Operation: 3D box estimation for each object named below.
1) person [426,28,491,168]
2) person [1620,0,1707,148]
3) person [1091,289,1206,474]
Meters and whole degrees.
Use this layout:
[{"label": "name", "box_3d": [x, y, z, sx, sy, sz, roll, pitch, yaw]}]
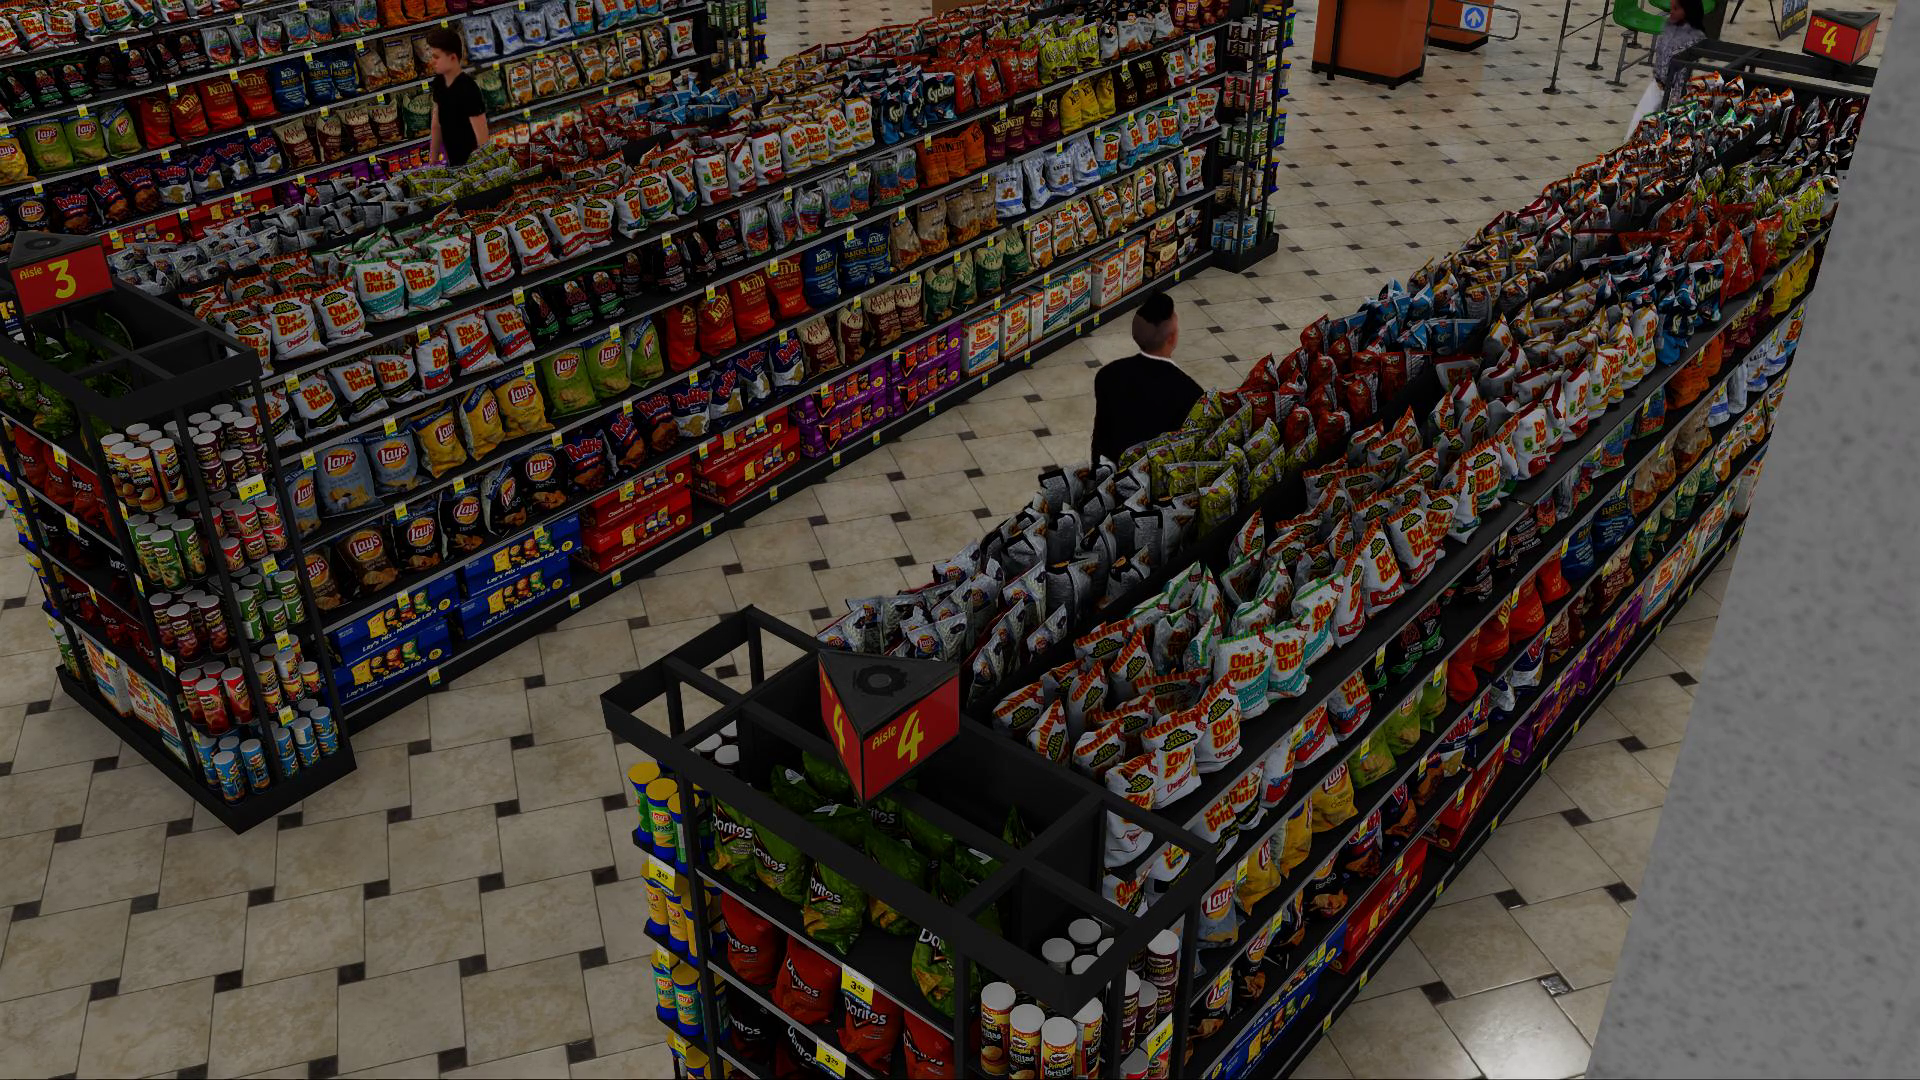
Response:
[{"label": "person", "box_3d": [-3.128, -2.452, 10.940, 0.924, 1.841, 0.802, -20, 37, -29]}, {"label": "person", "box_3d": [5.351, -3.251, 12.382, 1.202, 1.675, 1.023, -7, 33, -12]}, {"label": "person", "box_3d": [0.755, -0.139, 7.141, 0.720, 1.928, 1.104, 25, 40, 35]}]
